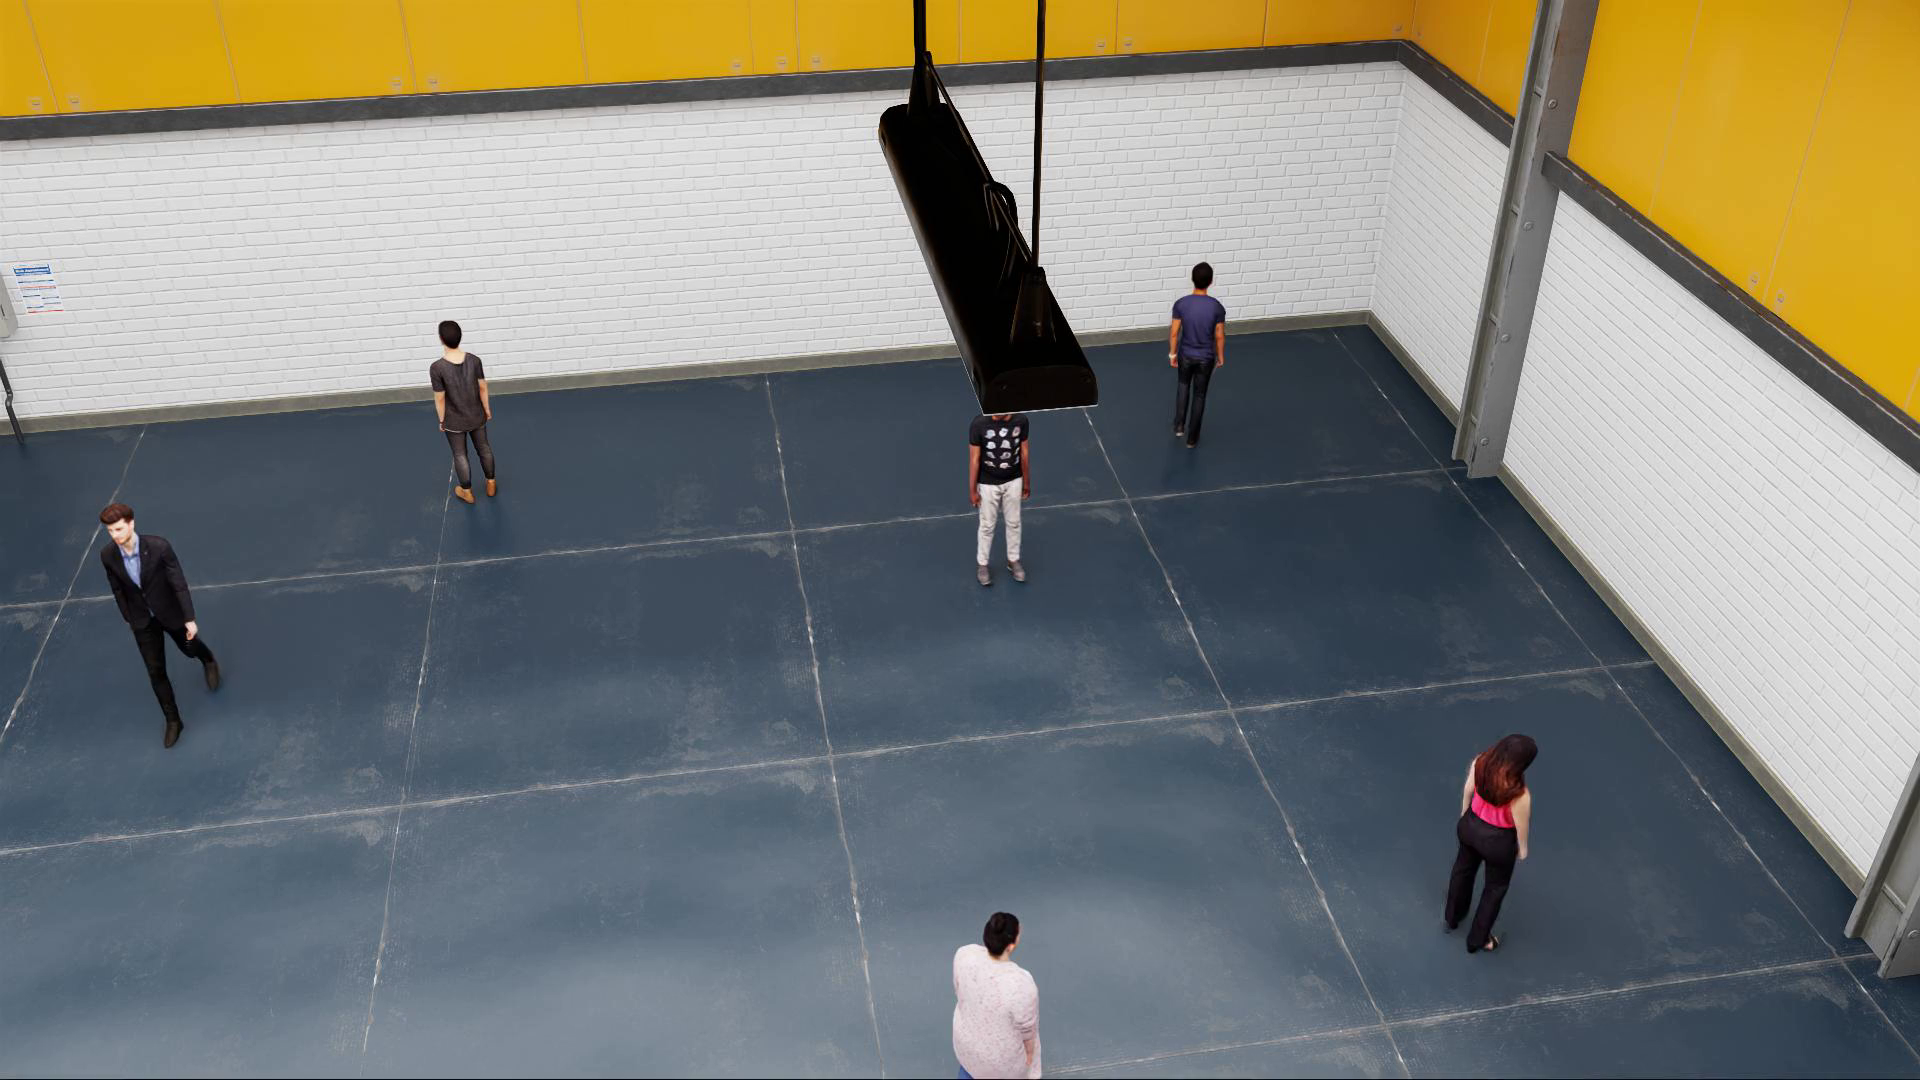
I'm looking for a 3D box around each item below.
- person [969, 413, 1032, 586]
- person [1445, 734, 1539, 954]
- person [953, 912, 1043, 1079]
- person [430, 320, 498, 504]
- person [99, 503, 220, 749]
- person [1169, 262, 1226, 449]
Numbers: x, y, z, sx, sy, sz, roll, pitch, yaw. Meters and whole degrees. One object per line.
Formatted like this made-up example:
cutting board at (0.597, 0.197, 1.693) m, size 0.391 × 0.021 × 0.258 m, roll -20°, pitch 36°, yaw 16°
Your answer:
person at (0.320, -0.477, 13.420) m, size 0.664 × 1.801 × 0.602 m, roll -7°, pitch 34°, yaw -11°
person at (3.224, 1.798, 10.128) m, size 0.644 × 1.657 × 0.751 m, roll 27°, pitch 42°, yaw 35°
person at (0.169, 2.613, 8.824) m, size 0.783 × 1.743 × 0.856 m, roll 25°, pitch 41°, yaw 32°
person at (-4.317, -1.119, 14.461) m, size 0.692 × 1.719 × 0.672 m, roll -18°, pitch 38°, yaw -25°
person at (-5.702, 0.488, 11.913) m, size 0.681 × 1.863 × 1.160 m, roll -6°, pitch 34°, yaw -9°
person at (2.144, -1.638, 15.189) m, size 0.749 × 1.778 × 0.750 m, roll 10°, pitch 35°, yaw 14°
